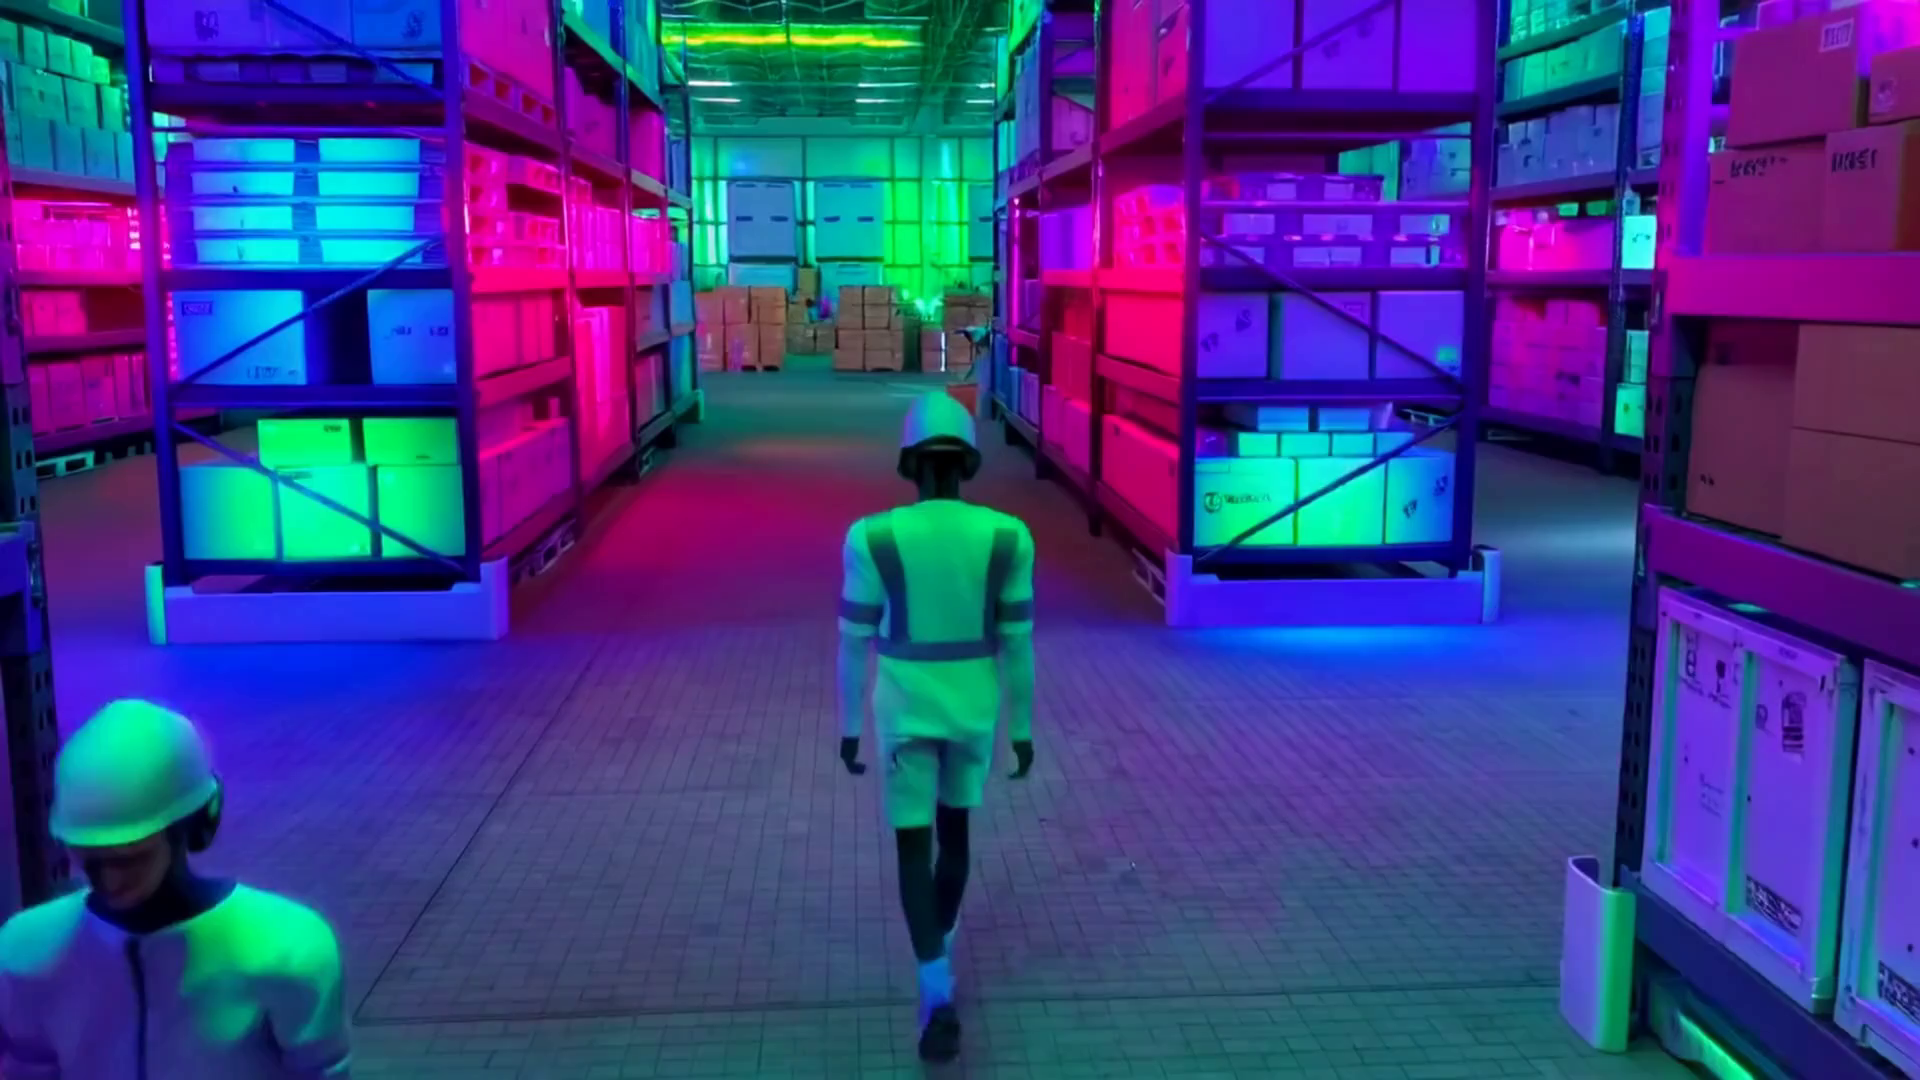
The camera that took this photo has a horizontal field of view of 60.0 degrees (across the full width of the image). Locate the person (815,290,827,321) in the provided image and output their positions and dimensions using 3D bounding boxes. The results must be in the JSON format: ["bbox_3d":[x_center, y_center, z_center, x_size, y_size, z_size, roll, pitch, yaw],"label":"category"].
[{"bbox_3d":[-4.447,-7.139,53.808,0.992,1.882,0.652,-3,9,-17],"label":"person"}]

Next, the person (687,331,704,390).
[{"bbox_3d":[-5.656,-4.003,34.050,0.778,1.901,0.598,4,10,25],"label":"person"}]

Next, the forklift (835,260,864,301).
[{"bbox_3d":[-3.495,-7.471,52.740,1.129,2.768,1.873,-1,9,-4],"label":"forklift"}]

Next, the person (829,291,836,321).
[{"bbox_3d":[-4.334,-7.760,57.849,0.542,1.826,0.464,8,12,42],"label":"person"}]

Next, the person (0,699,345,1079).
[{"bbox_3d":[-1.174,1.090,2.519,0.525,1.752,0.455,-1,9,-8],"label":"person"}]

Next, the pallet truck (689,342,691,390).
[{"bbox_3d":[-5.225,-3.008,27.480,1.885,1.965,0.823,2,9,14],"label":"pallet truck"}]

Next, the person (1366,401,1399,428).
[{"bbox_3d":[5.552,-1.941,21.931,0.516,1.628,0.383,0,9,3],"label":"person"}]

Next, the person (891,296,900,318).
[{"bbox_3d":[-2.238,-7.625,57.591,0.312,1.639,0.520,1,9,5],"label":"person"}]

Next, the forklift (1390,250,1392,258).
[{"bbox_3d":[8.355,-4.136,31.799,1.129,2.768,1.873,3,9,17],"label":"forklift"}]

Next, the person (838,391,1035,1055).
[{"bbox_3d":[-0.061,0.544,5.189,0.615,2.008,0.998,-2,9,-11],"label":"person"}]
